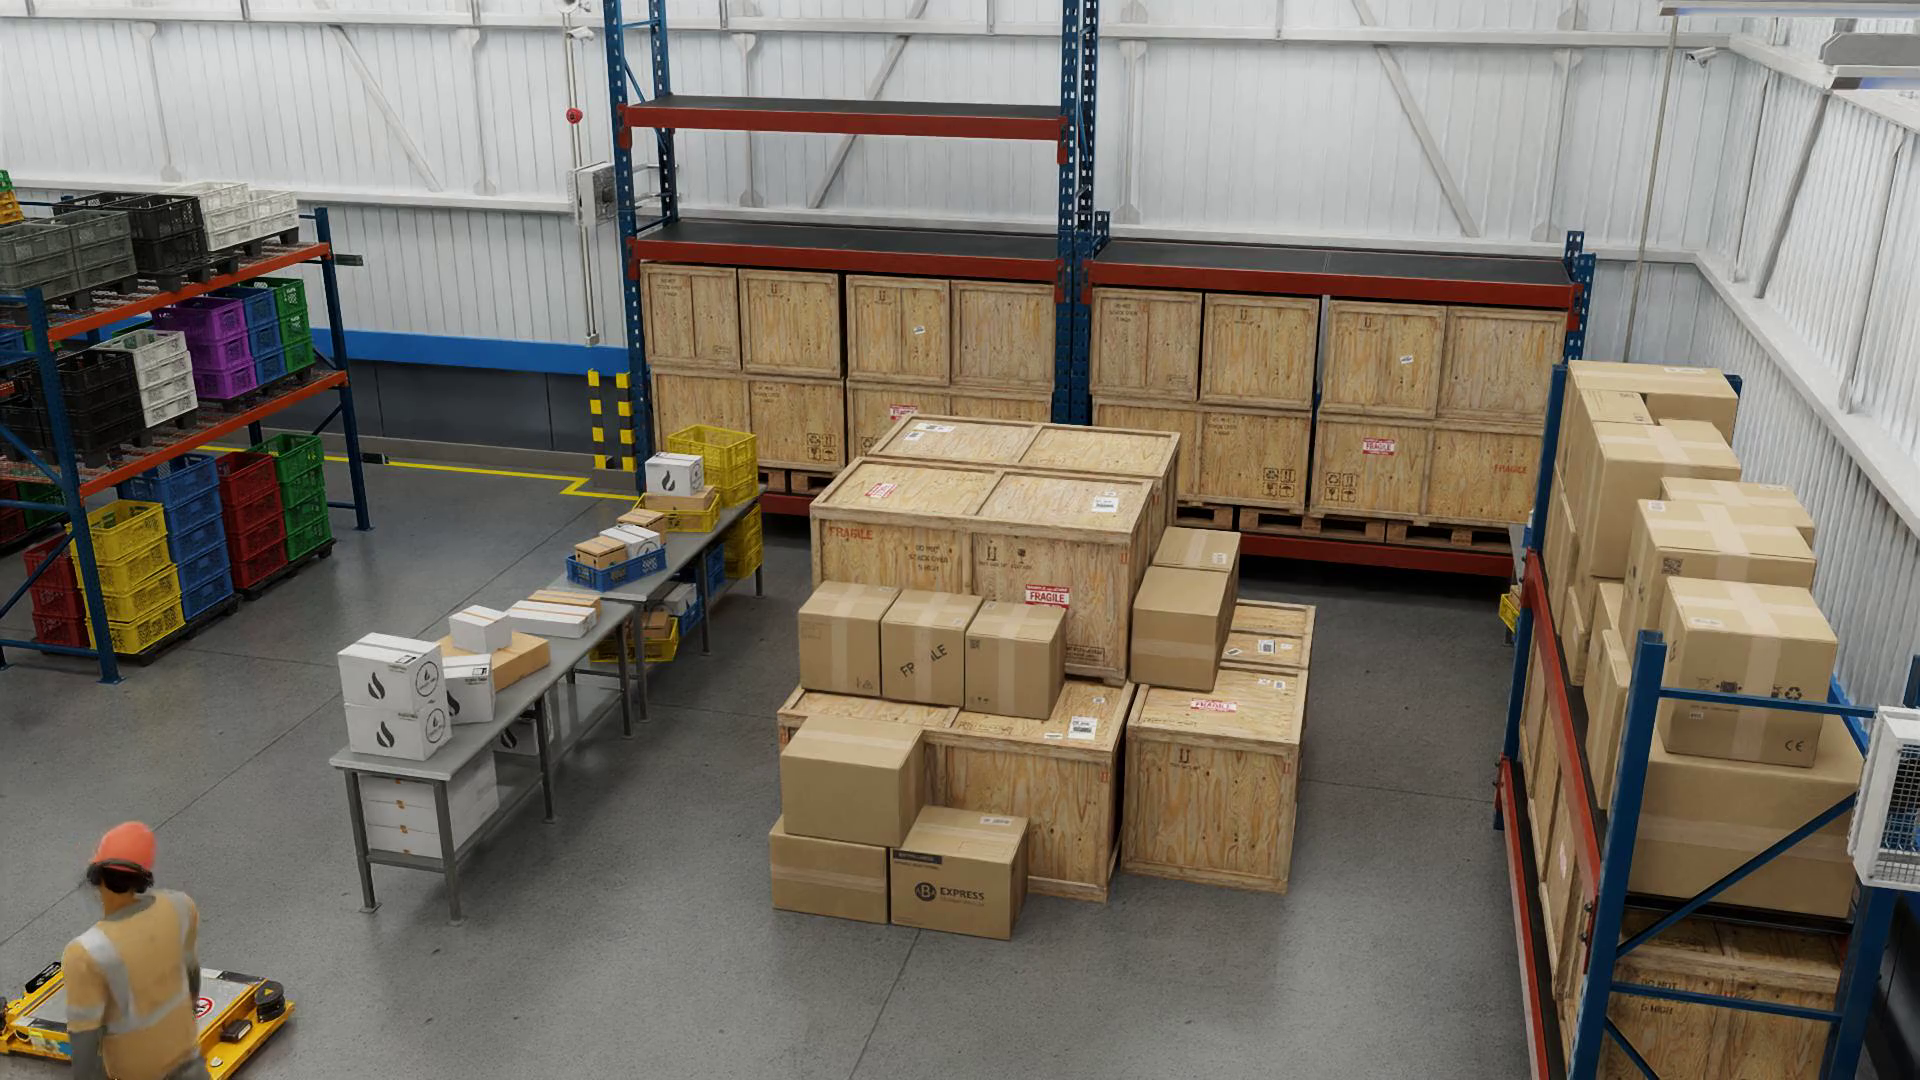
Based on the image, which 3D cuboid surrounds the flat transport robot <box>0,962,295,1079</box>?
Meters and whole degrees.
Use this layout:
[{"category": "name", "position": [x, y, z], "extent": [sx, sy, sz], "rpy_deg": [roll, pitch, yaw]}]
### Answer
[{"category": "flat transport robot", "position": [-4.270, 2.464, 8.601], "extent": [1.431, 0.231, 0.659], "rpy_deg": [5, 22, 13]}]

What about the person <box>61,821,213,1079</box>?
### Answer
[{"category": "person", "position": [-3.422, 2.159, 6.994], "extent": [0.407, 2.001, 0.679], "rpy_deg": [8, 22, 20]}]
